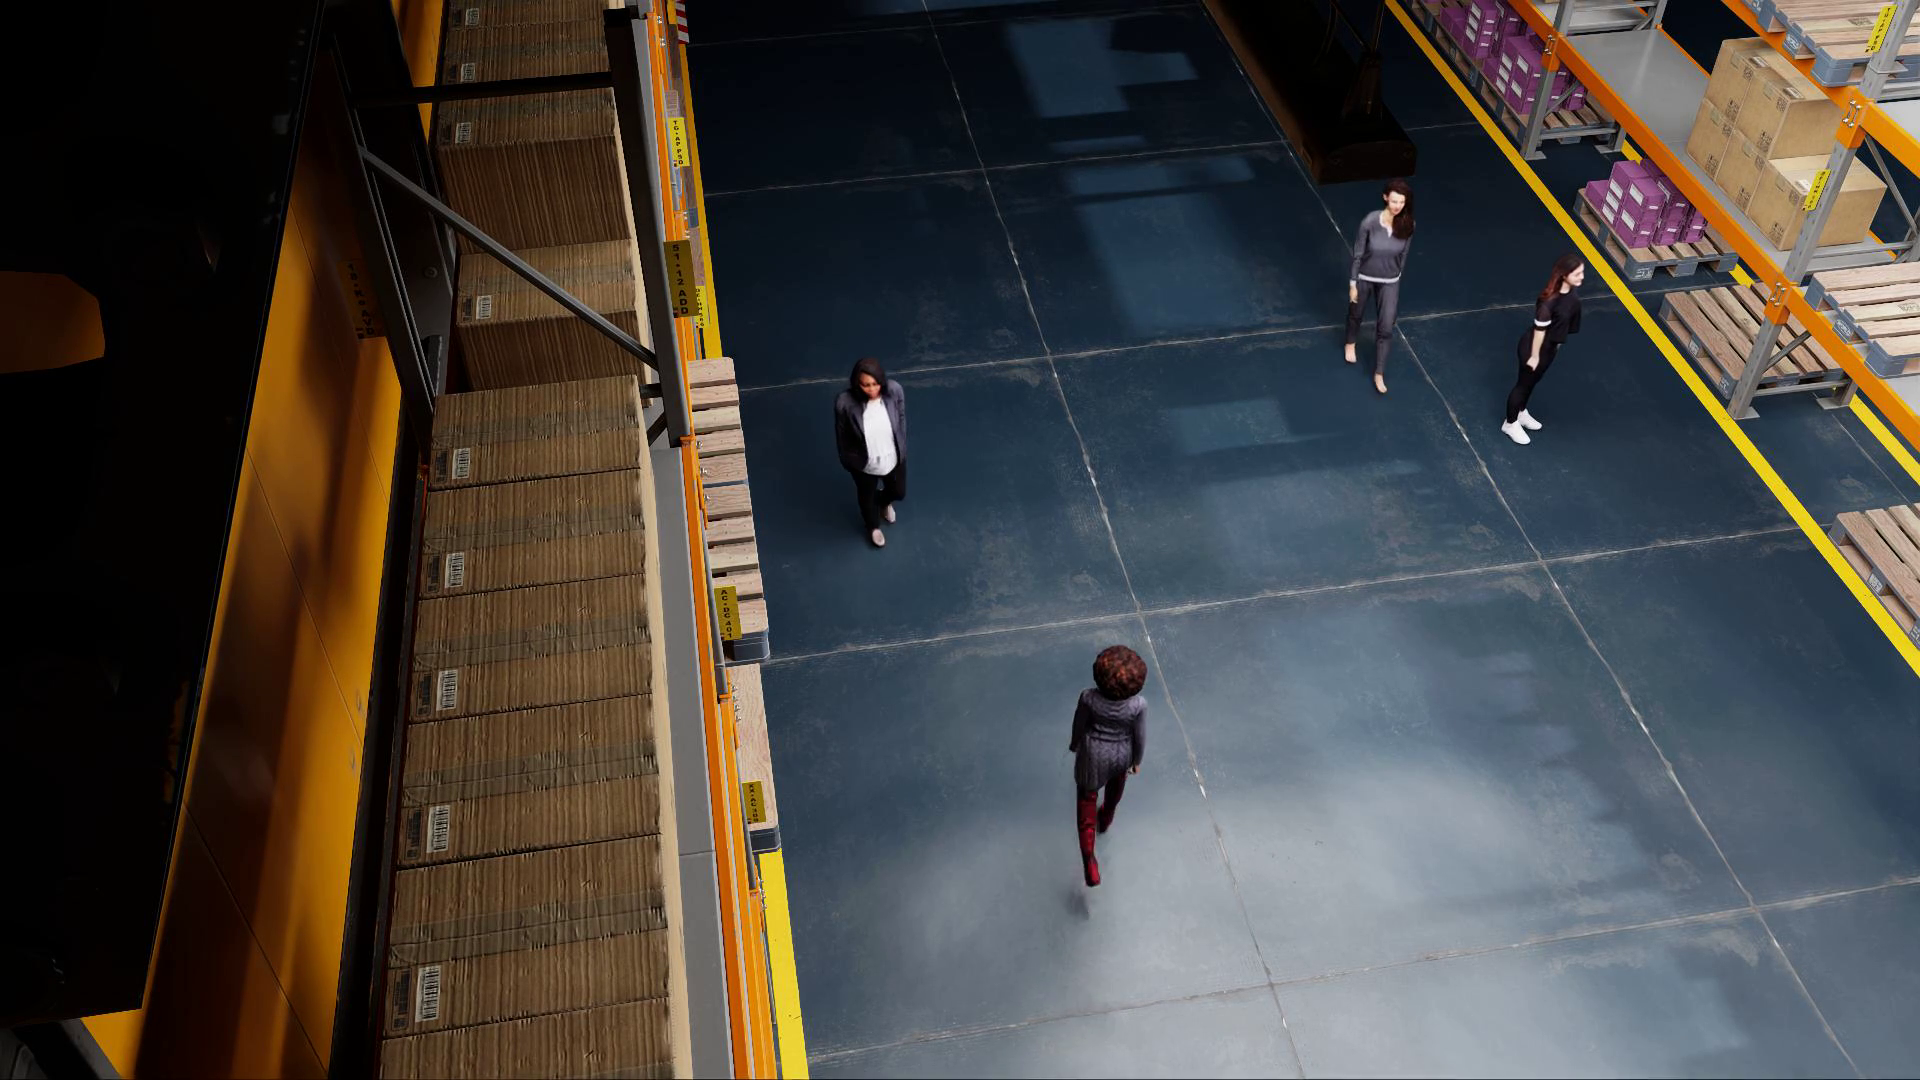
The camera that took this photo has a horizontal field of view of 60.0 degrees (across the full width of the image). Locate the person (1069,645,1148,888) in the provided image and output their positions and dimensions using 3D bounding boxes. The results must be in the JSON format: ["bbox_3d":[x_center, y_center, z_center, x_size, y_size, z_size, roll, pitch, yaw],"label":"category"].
[{"bbox_3d":[0.831,1.312,9.615,0.753,1.689,1.085,3,44,3],"label":"person"}]

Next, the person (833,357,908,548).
[{"bbox_3d":[-0.619,-0.668,11.768,0.735,1.586,0.769,-15,46,-15],"label":"person"}]

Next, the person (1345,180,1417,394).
[{"bbox_3d":[3.263,-2.111,13.173,0.737,1.737,1.009,2,44,2],"label":"person"}]

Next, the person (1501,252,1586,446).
[{"bbox_3d":[4.408,-1.480,12.581,0.763,1.638,0.715,31,52,28],"label":"person"}]
